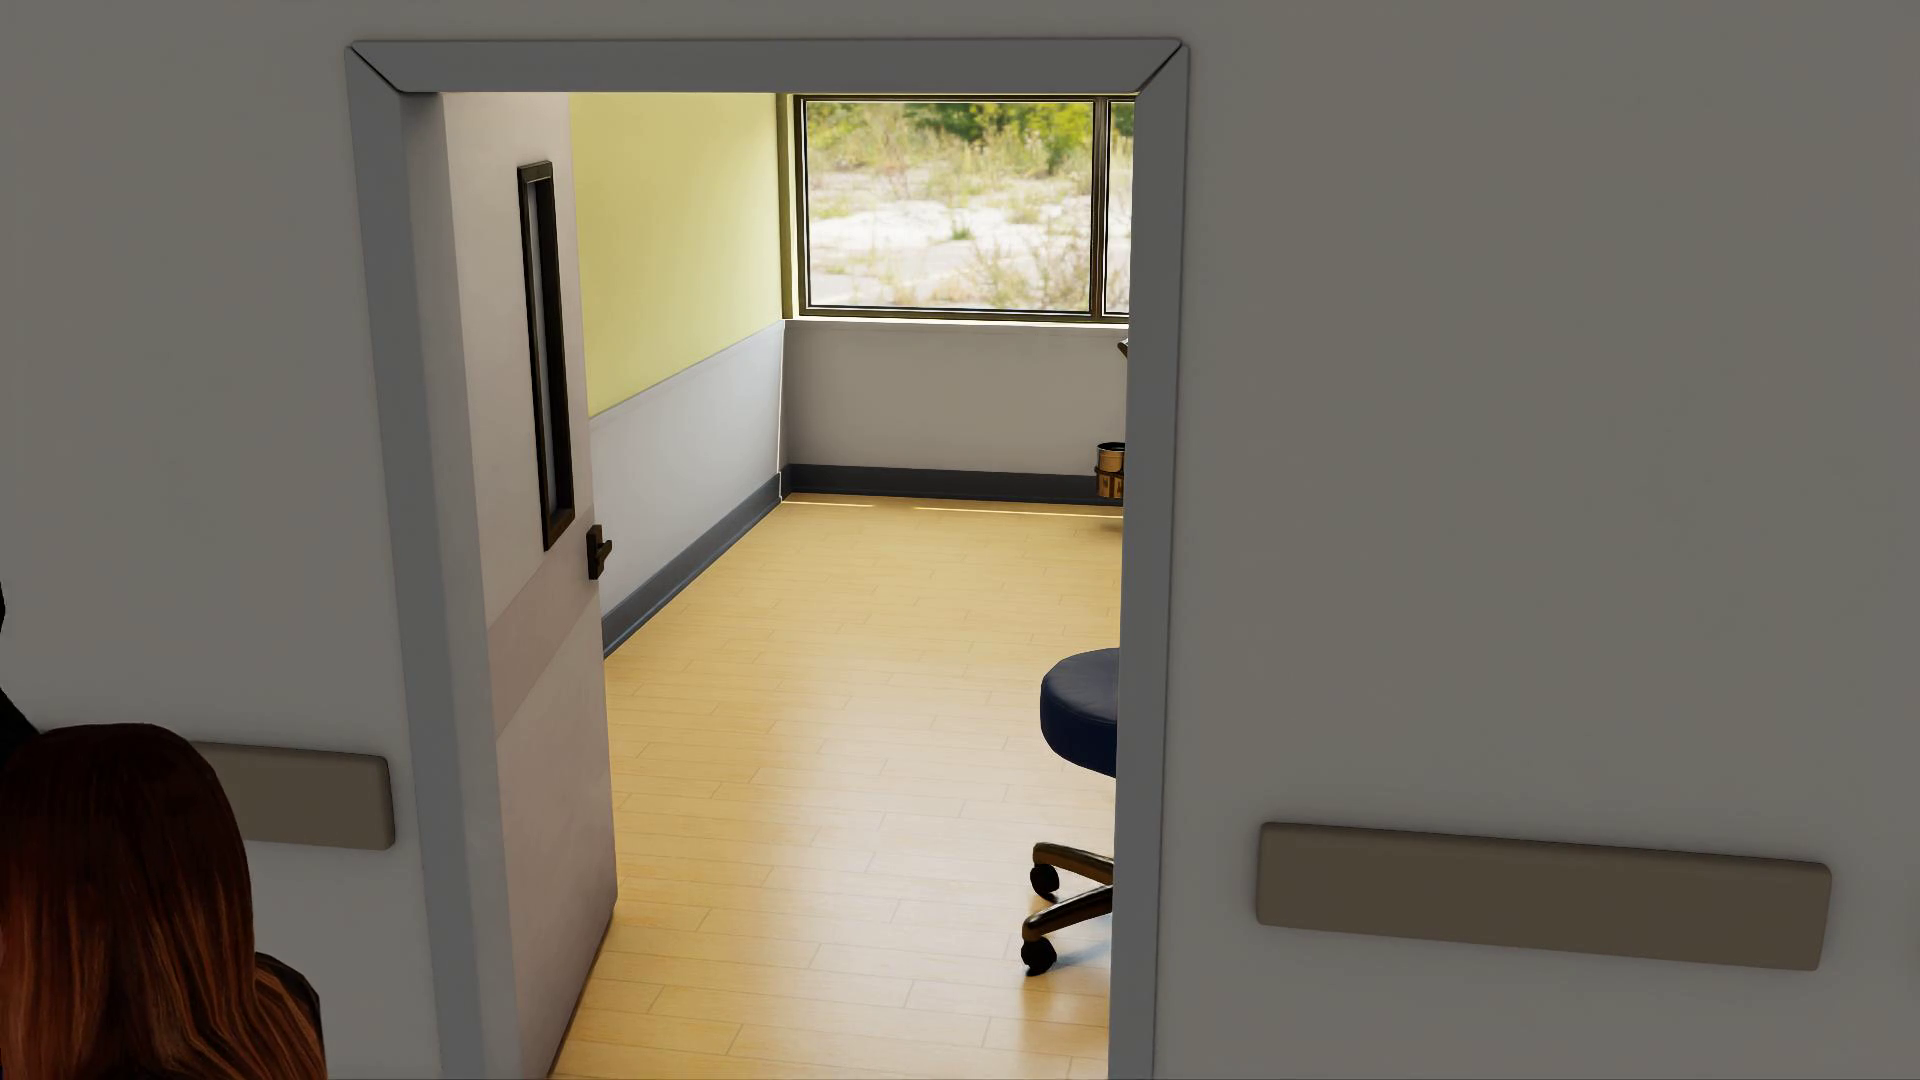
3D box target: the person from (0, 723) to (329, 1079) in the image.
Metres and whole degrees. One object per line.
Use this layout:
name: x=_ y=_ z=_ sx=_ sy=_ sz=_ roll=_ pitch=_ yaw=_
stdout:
person: x=-0.711 y=0.981 z=1.671 sx=0.643 sy=1.712 sz=0.662 roll=-3 pitch=16 yaw=-10
